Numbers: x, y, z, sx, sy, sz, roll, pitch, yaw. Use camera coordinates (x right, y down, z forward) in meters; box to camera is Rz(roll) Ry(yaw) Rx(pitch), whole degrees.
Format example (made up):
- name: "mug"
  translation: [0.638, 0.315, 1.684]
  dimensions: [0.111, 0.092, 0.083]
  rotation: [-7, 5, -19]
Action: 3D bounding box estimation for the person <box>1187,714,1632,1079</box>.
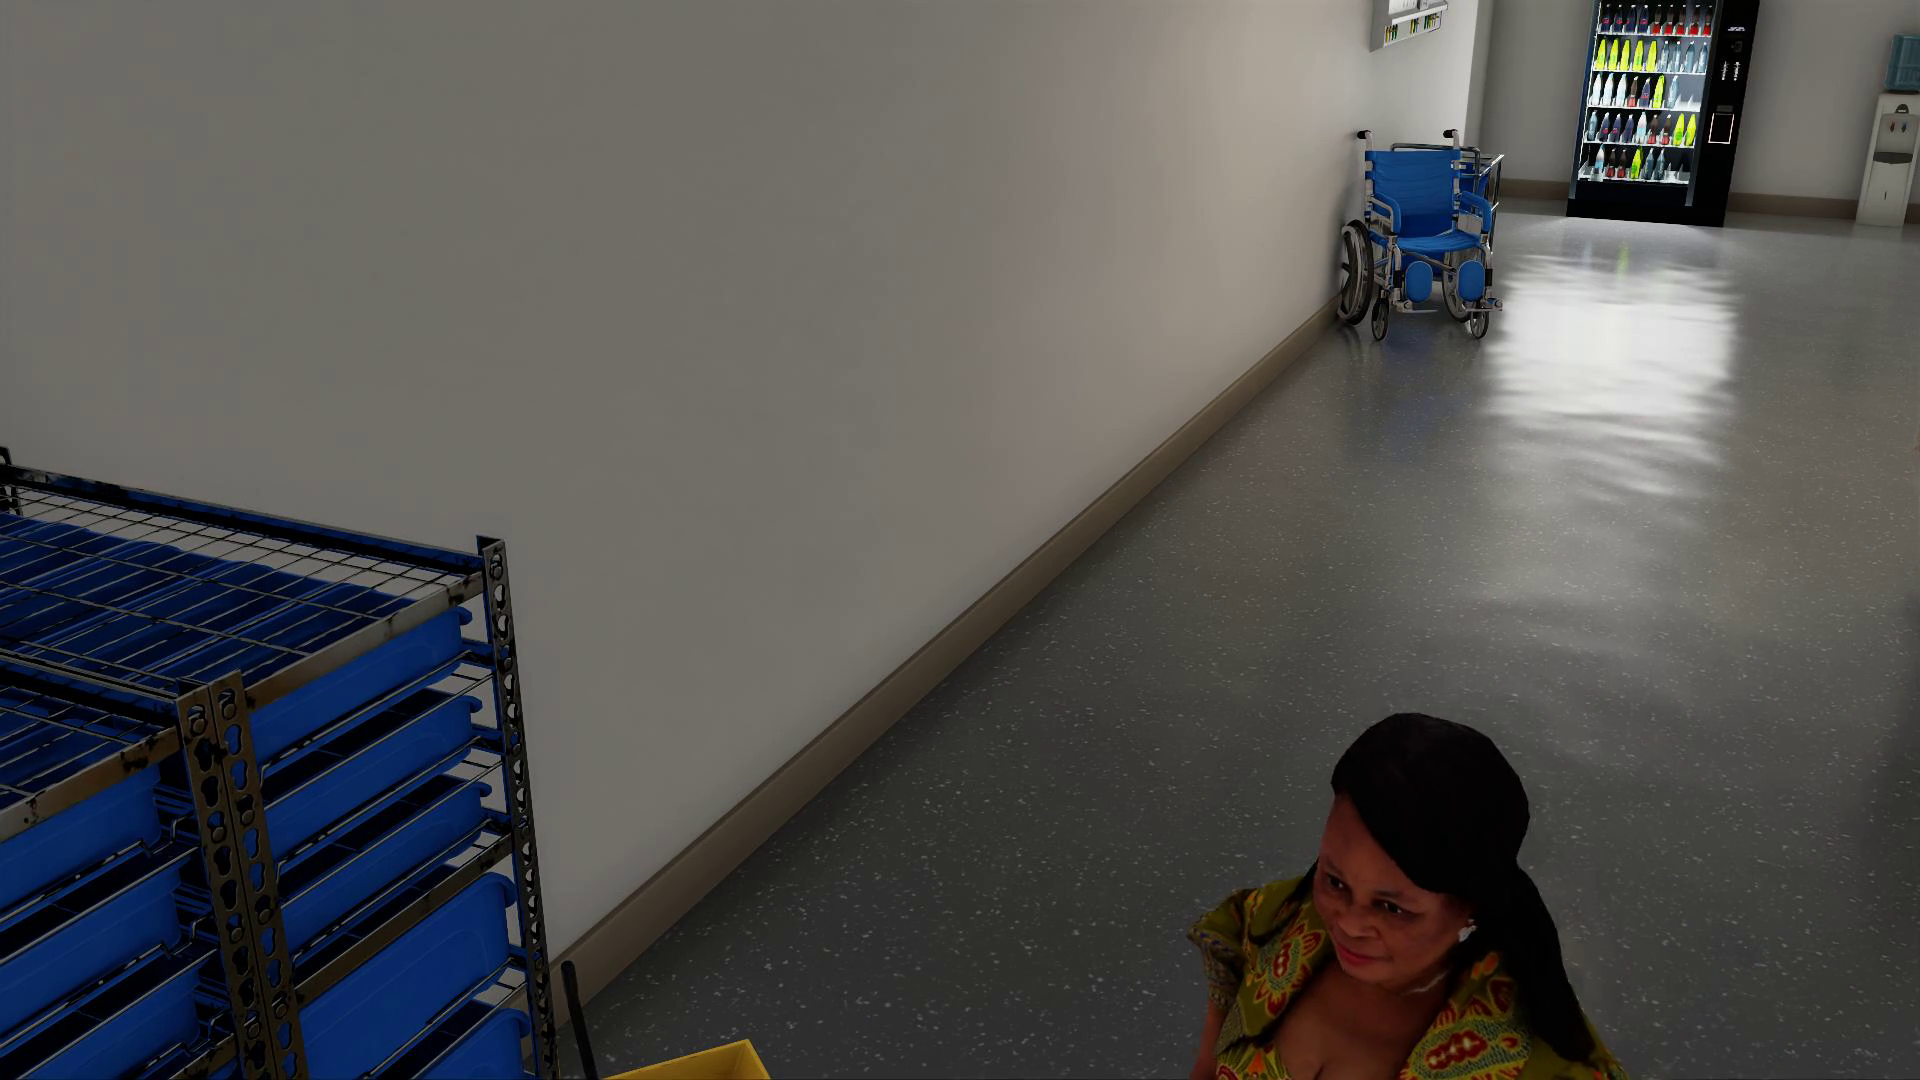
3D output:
- name: "person"
  translation: [0.515, 0.928, 2.036]
  dimensions: [1.035, 1.639, 0.970]
  rotation: [19, 28, 41]
